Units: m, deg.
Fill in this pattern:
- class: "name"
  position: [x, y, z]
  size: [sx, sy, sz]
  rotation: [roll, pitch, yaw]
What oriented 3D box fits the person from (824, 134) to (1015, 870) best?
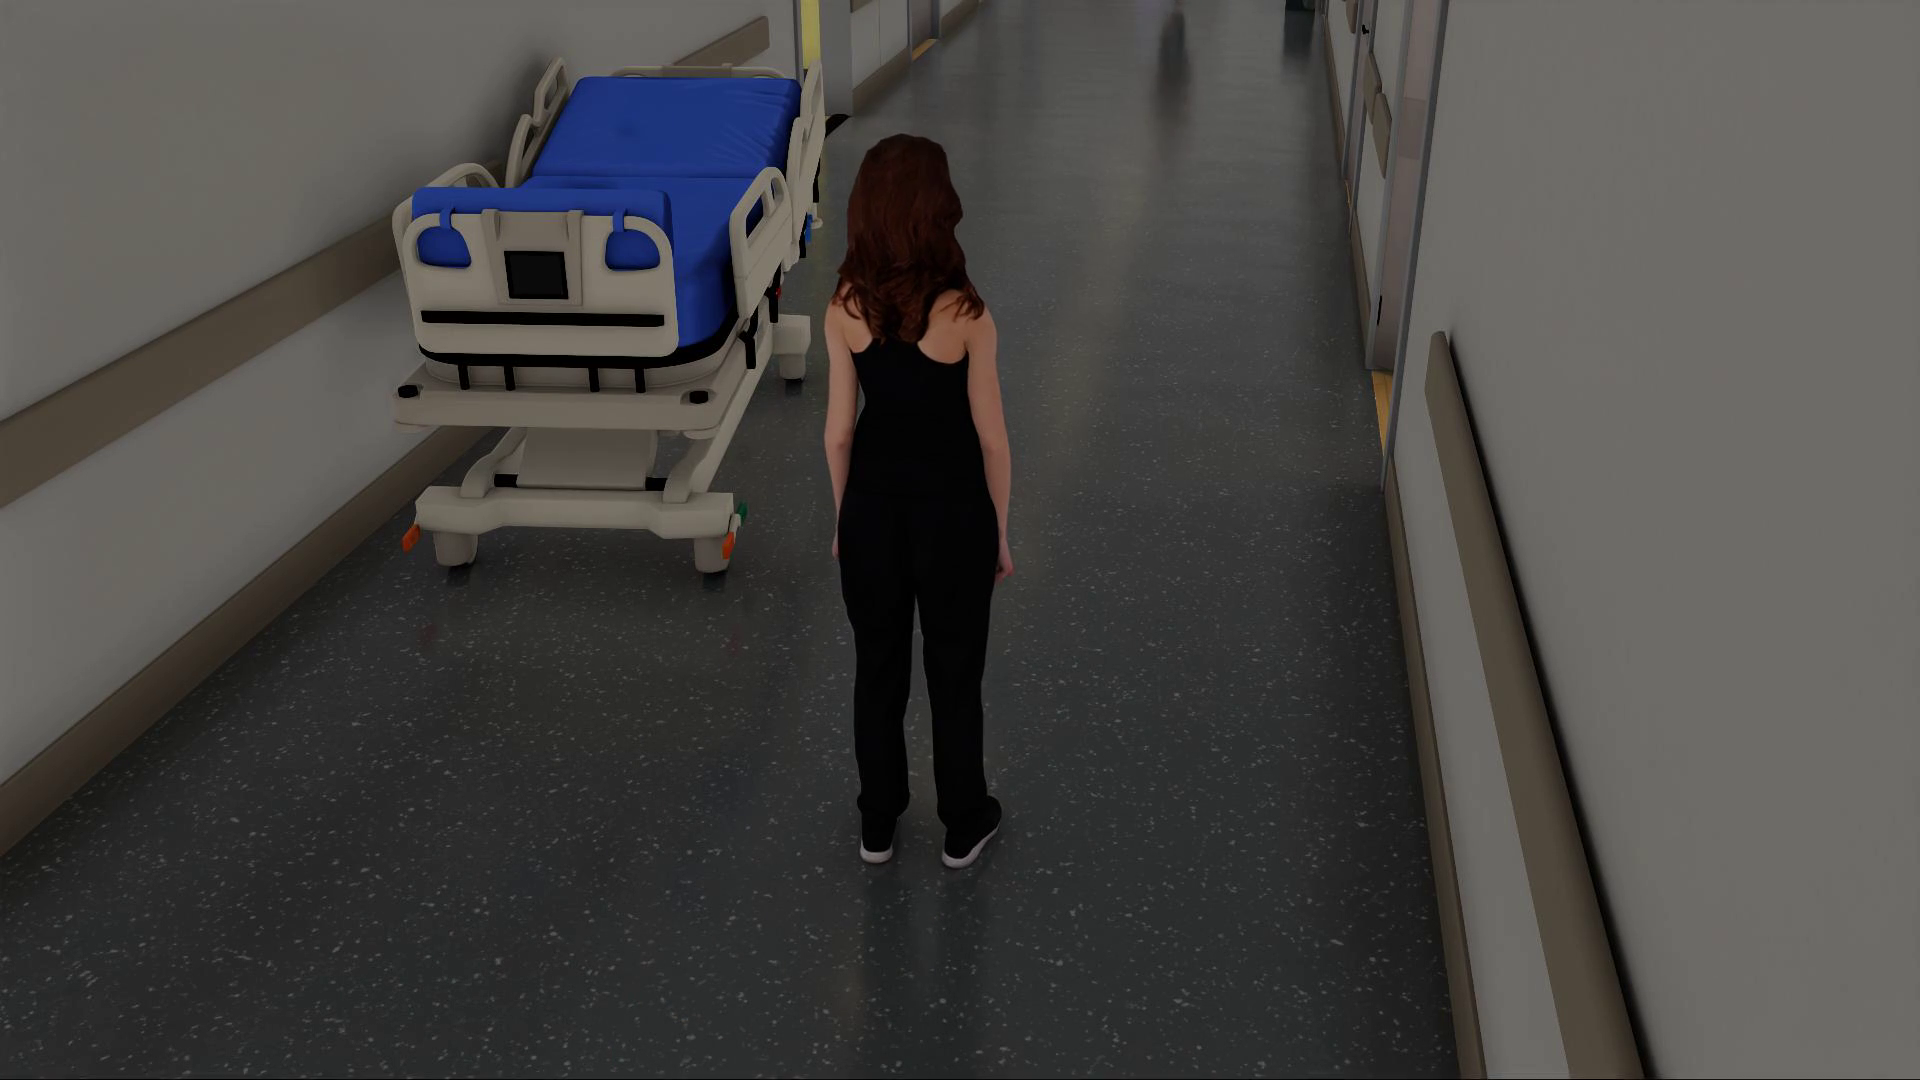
- class: "person"
  position: [-0.106, -0.035, 3.767]
  size: [0.446, 1.744, 0.637]
  rotation: [5, 26, 10]
